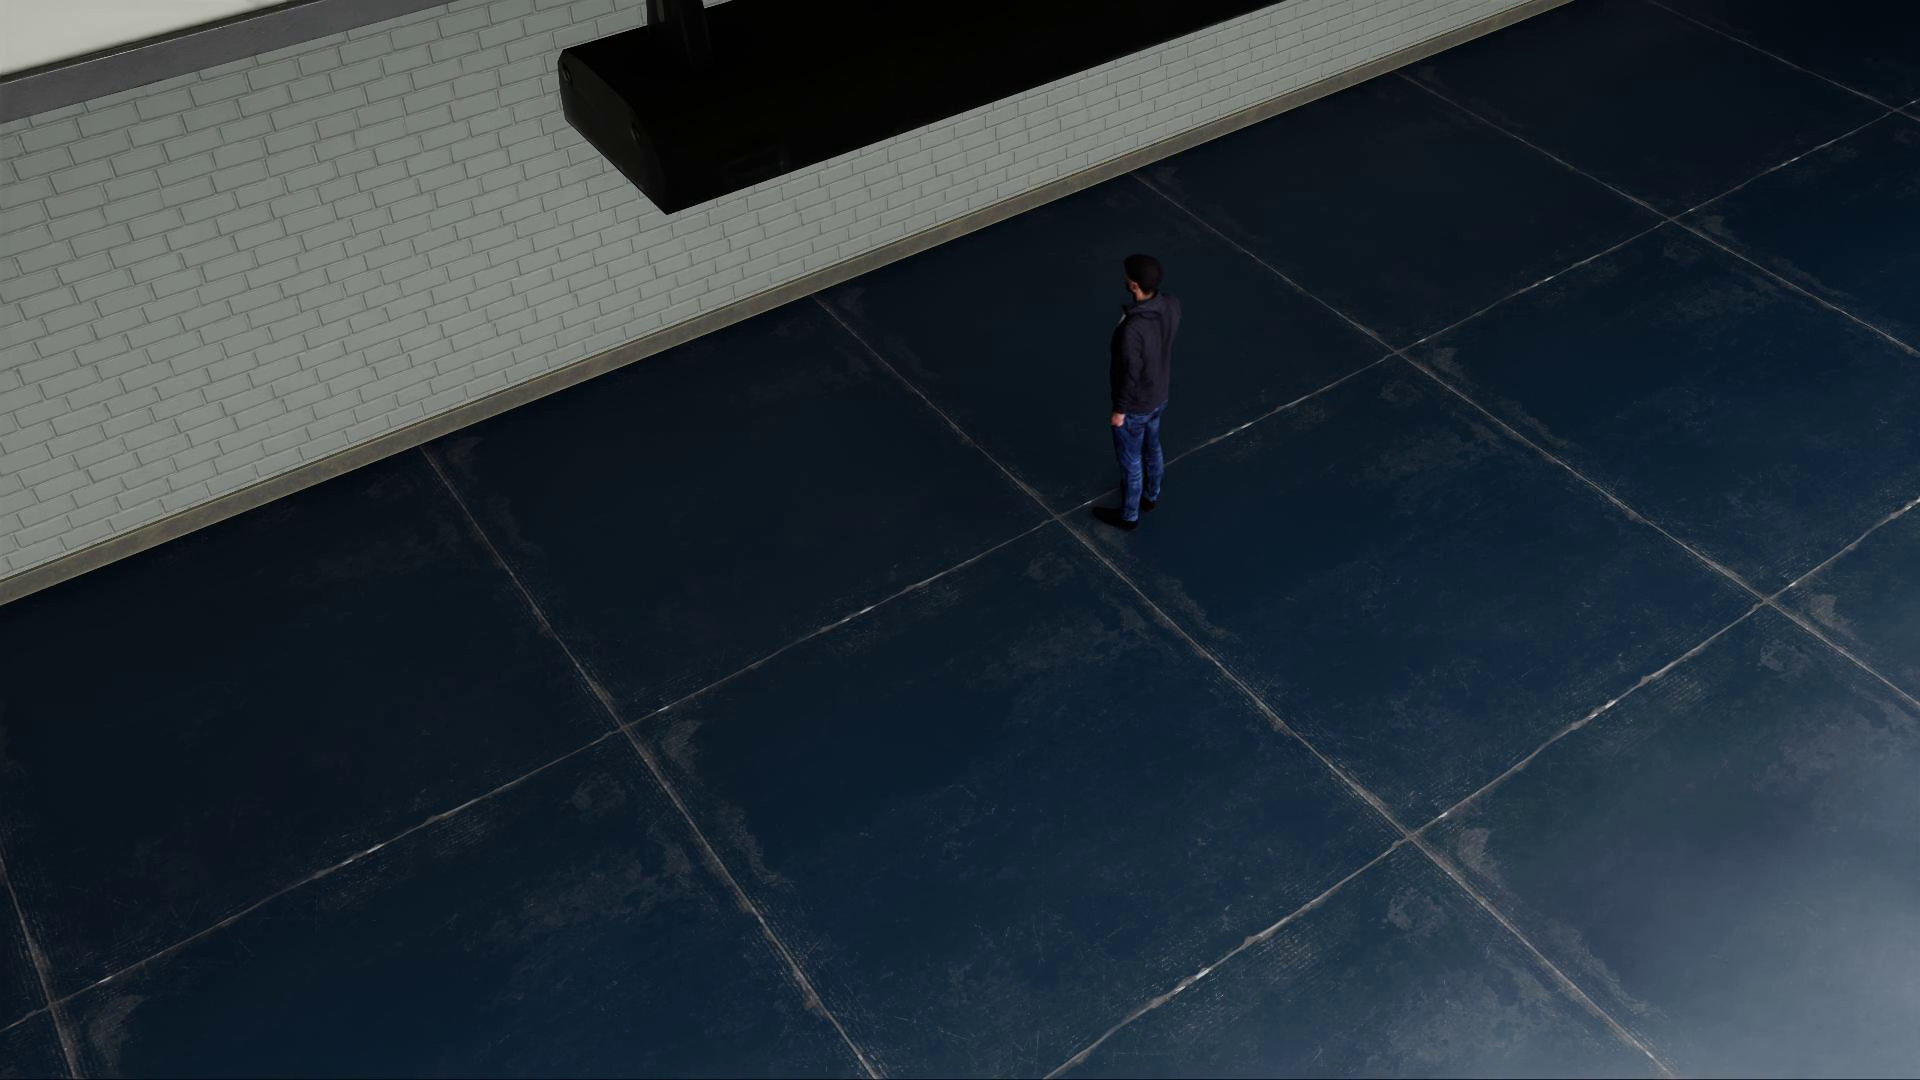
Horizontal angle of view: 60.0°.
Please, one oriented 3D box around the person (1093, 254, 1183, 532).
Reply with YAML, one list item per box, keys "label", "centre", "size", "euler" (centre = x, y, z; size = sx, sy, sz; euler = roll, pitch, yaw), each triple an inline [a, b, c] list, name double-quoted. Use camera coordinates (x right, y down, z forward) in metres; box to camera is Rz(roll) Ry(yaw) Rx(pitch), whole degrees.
- label: "person"
  centre: [1.061, -0.850, 9.765]
  size: [0.683, 1.891, 0.745]
  euler: [27, 49, 26]
